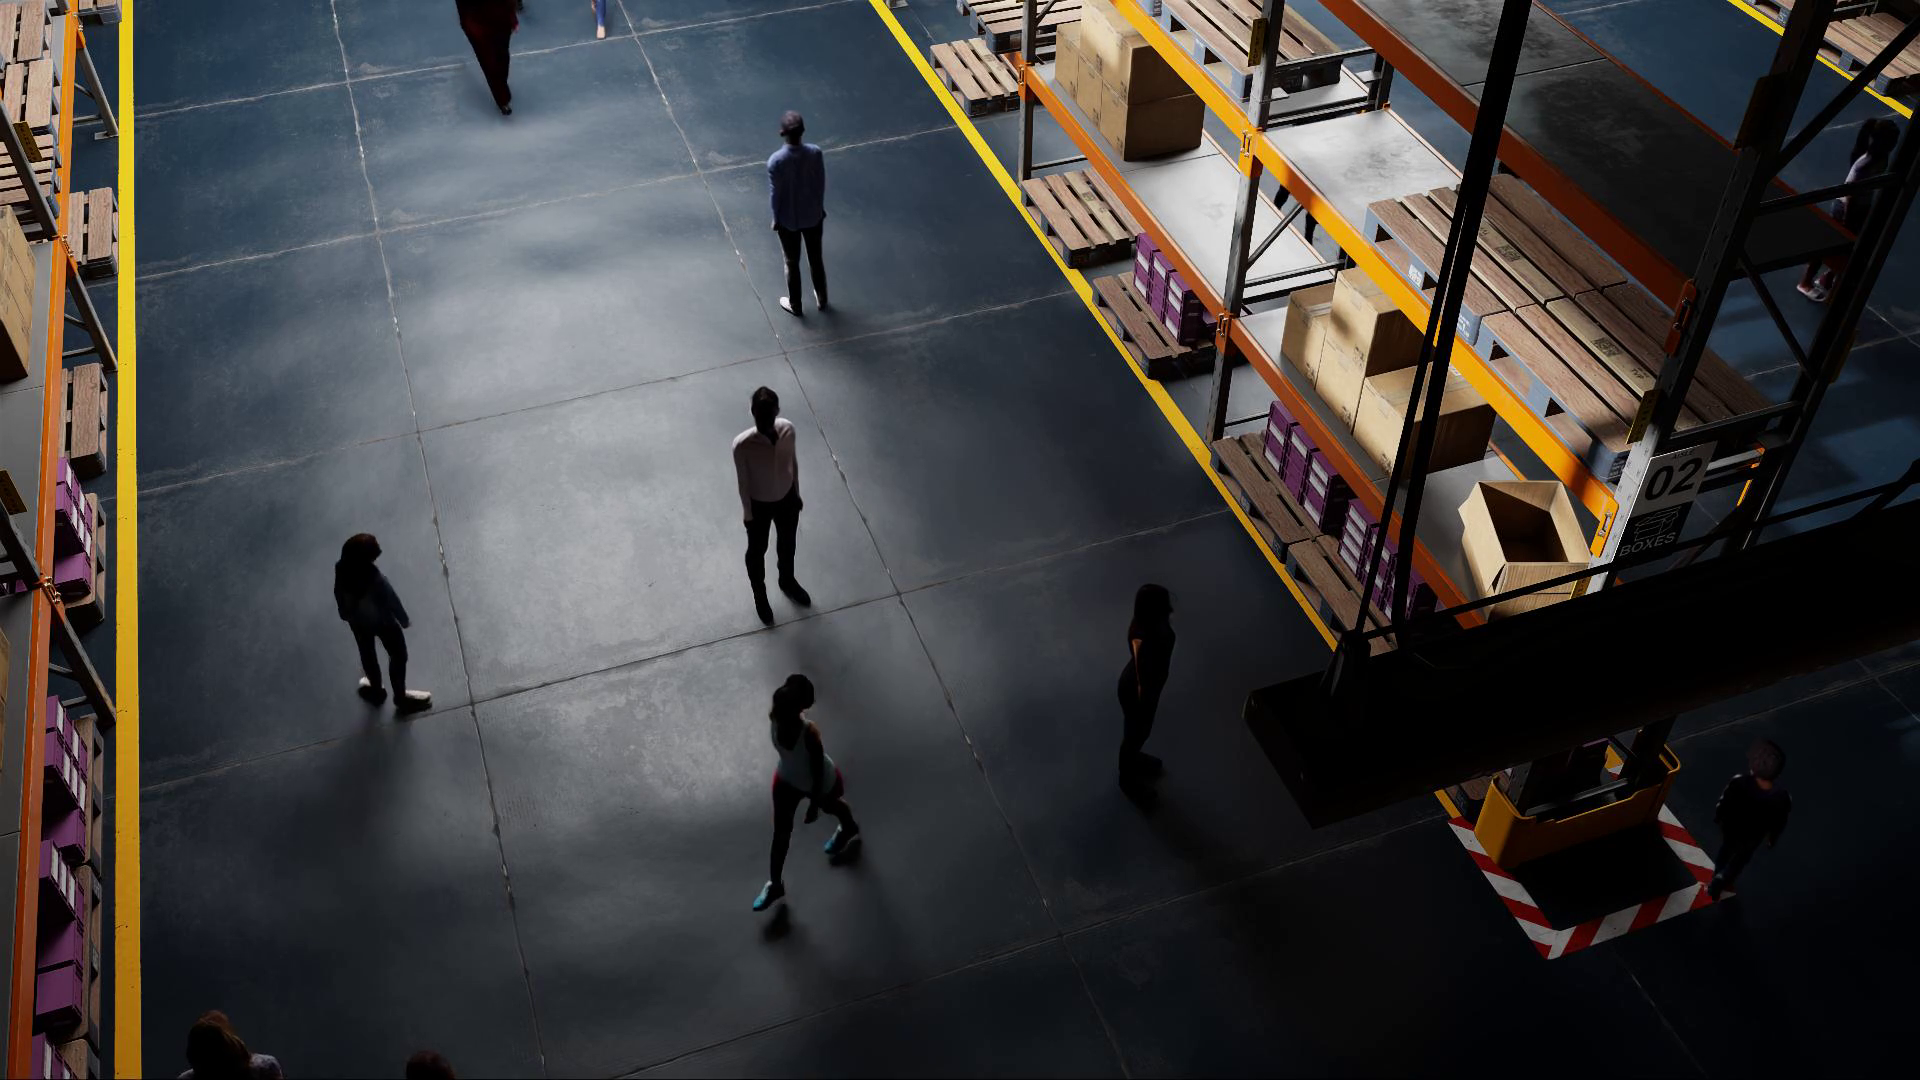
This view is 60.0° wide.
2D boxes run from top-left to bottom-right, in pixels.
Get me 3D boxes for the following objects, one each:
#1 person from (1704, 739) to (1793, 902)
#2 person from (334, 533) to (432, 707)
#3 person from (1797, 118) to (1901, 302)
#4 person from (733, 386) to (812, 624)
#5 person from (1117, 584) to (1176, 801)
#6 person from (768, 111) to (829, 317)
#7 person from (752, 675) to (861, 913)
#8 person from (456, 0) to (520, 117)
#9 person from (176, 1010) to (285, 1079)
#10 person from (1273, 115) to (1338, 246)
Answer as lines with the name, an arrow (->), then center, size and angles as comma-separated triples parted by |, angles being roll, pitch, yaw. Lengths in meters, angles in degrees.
person -> 4.517, 1.661, 9.606 | 0.726, 1.204, 0.708 | -33, 52, -29
person -> -3.811, 0.505, 10.634 | 0.721, 1.458, 0.728 | 2, 44, 2
person -> 7.354, -2.774, 13.892 | 0.740, 1.712, 0.751 | -31, 52, -29
person -> -1.277, -0.283, 11.165 | 0.664, 1.867, 0.651 | -24, 48, -23
person -> 1.114, 0.894, 10.059 | 0.744, 1.689, 0.661 | 11, 45, 11
person -> -1.321, -2.679, 13.665 | 0.668, 1.888, 0.598 | -19, 47, -19
person -> -0.835, 1.341, 9.569 | 1.119, 1.717, 1.038 | 32, 52, 29
person -> -4.662, -5.105, 16.339 | 0.795, 1.713, 1.107 | -21, 48, -21
person -> -3.347, 2.917, 7.883 | 0.730, 1.761, 0.931 | -8, 44, -9
person -> 3.042, -3.204, 14.433 | 0.661, 1.589, 0.955 | -13, 45, -13
